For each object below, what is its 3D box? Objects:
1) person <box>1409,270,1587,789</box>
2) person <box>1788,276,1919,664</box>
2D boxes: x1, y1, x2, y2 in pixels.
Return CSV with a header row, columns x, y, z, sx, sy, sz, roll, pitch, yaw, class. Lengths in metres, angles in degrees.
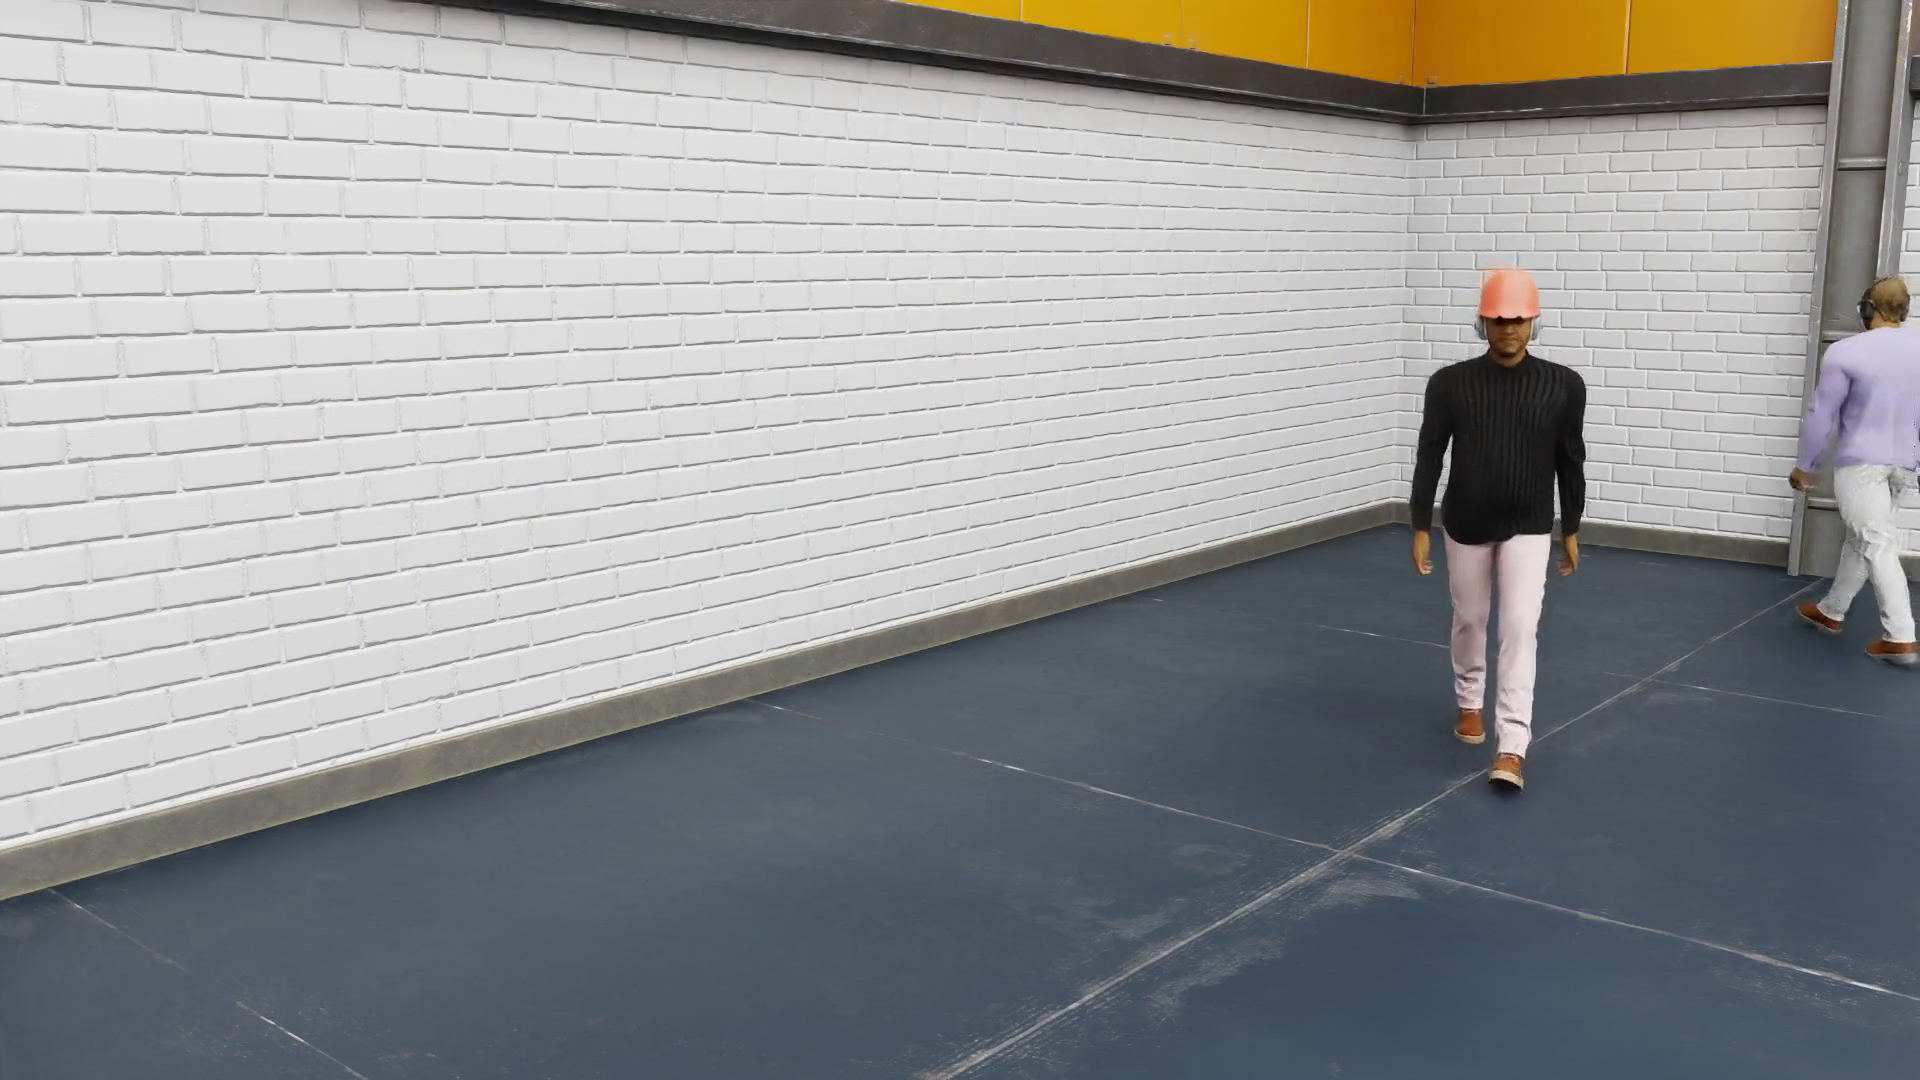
x,y,z,sx,sy,sz,roll,pitch,yaw,class
2.085,-0.070,6.478,0.649,1.937,1.046,3,11,18,person
4.567,-0.364,8.324,0.632,1.893,1.007,-2,10,-12,person
